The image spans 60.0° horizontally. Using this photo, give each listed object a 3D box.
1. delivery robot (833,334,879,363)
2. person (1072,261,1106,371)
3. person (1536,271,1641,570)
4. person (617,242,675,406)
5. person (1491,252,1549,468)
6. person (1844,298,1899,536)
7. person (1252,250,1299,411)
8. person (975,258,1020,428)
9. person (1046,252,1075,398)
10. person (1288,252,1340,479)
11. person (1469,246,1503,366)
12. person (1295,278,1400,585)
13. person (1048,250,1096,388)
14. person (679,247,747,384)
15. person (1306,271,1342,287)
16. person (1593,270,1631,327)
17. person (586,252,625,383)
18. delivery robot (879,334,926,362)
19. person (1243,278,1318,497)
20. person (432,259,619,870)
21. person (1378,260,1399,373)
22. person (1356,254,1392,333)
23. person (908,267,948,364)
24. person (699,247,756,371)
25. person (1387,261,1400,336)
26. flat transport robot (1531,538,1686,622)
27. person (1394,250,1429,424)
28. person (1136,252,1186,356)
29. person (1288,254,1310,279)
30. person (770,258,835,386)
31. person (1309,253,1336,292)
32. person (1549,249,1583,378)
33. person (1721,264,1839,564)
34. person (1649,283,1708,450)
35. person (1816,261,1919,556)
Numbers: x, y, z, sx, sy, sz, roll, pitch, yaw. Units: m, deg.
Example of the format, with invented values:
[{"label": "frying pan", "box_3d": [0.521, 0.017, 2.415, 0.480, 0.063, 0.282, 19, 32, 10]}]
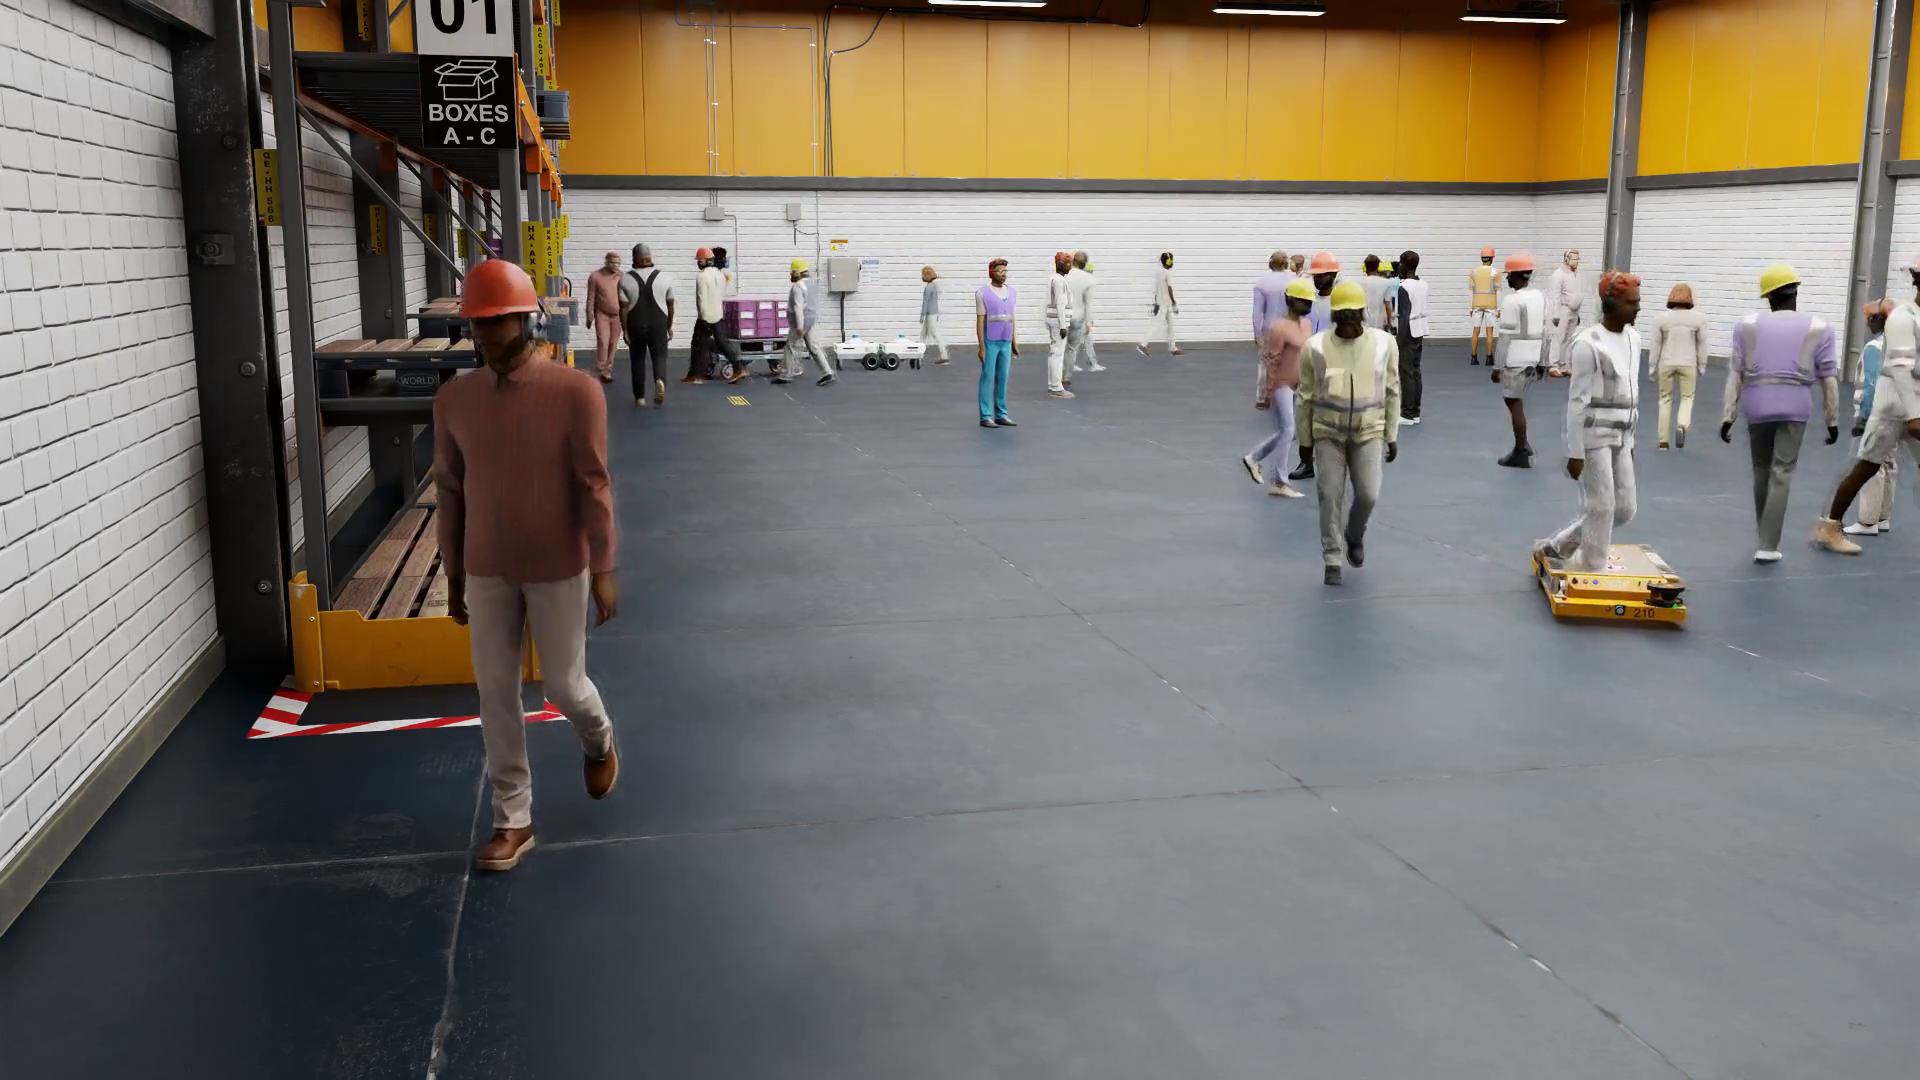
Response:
[{"label": "delivery robot", "box_3d": [-1.640, -2.995, 26.158, 0.707, 0.478, 0.477, -1, 10, -8]}, {"label": "person", "box_3d": [1.996, -3.452, 25.730, 0.811, 1.703, 0.493, 4, 11, 23]}, {"label": "person", "box_3d": [3.507, -0.544, 9.192, 0.598, 1.868, 0.541, -9, 13, -40]}, {"label": "person", "box_3d": [-3.826, -2.635, 20.307, 0.692, 2.000, 0.738, -2, 10, -13]}, {"label": "person", "box_3d": [4.984, -1.610, 14.926, 0.556, 1.923, 0.479, -8, 13, -37]}, {"label": "person", "box_3d": [6.340, -0.844, 11.496, 0.513, 1.640, 0.309, -9, 13, -40]}, {"label": "person", "box_3d": [3.741, -2.454, 19.685, 0.636, 1.905, 0.884, 0, 10, 0]}, {"label": "person", "box_3d": [0.393, -2.151, 18.171, 0.566, 1.845, 0.390, -9, 14, -42]}, {"label": "person", "box_3d": [1.295, -2.783, 21.563, 0.355, 1.884, 0.573, -1, 10, -5]}, {"label": "person", "box_3d": [3.055, -1.454, 14.048, 0.552, 1.936, 0.358, 8, 13, 39]}, {"label": "person", "box_3d": [8.552, -3.807, 27.079, 0.545, 1.942, 0.349, 7, 13, 35]}, {"label": "person", "box_3d": [2.300, -0.646, 9.907, 0.613, 1.813, 0.475, 2, 10, 9]}, {"label": "person", "box_3d": [1.508, -3.003, 22.759, 0.693, 1.898, 0.762, 3, 11, 16]}, {"label": "person", "box_3d": [-3.483, -3.166, 23.546, 1.005, 1.958, 0.636, 5, 11, 24]}, {"label": "person", "box_3d": [5.755, -3.631, 26.379, 0.627, 1.844, 0.429, 5, 11, 24]}, {"label": "person", "box_3d": [8.893, -2.861, 22.687, 0.501, 1.631, 0.287, 2, 10, 13]}, {"label": "person", "box_3d": [-4.994, -3.187, 23.877, 0.676, 1.868, 0.784, -6, 12, -32]}, {"label": "delivery robot", "box_3d": [-0.907, -3.006, 26.217, 0.707, 0.478, 0.477, -3, 11, -17]}, {"label": "person", "box_3d": [2.565, -1.224, 13.320, 0.611, 1.742, 0.540, 8, 13, 38]}, {"label": "person", "box_3d": [-1.422, 0.064, 5.530, 0.625, 1.973, 0.667, 1, 10, 8]}, {"label": "person", "box_3d": [6.360, -3.411, 25.453, 0.798, 1.736, 0.526, 1, 10, 7]}, {"label": "person", "box_3d": [5.200, -2.701, 21.190, 0.568, 1.864, 0.544, 2, 10, 10]}, {"label": "person", "box_3d": [-0.571, -3.681, 27.332, 0.846, 1.585, 0.505, 2, 10, 10]}, {"label": "person", "box_3d": [-3.701, -3.610, 26.013, 0.974, 1.918, 0.625, -6, 12, -30]}, {"label": "person", "box_3d": [7.300, -3.880, 28.185, 0.493, 1.689, 0.540, -1, 10, -7]}, {"label": "flat transport robot", "box_3d": [3.661, 0.207, 9.465, 0.652, 0.197, 1.431, 3, 11, 14]}, {"label": "person", "box_3d": [4.979, -2.235, 18.428, 0.391, 1.920, 0.587, 7, 13, 35]}, {"label": "person", "box_3d": [3.537, -4.135, 29.223, 0.927, 1.832, 0.528, -2, 10, -11]}, {"label": "person", "box_3d": [5.124, -3.441, 25.380, 0.615, 1.819, 0.531, 1, 10, 3]}, {"label": "person", "box_3d": [-2.183, -3.034, 23.210, 0.934, 1.792, 0.601, 4, 11, 19]}, {"label": "person", "box_3d": [4.089, -2.339, 19.089, 0.515, 1.893, 0.662, -1, 10, -4]}, {"label": "person", "box_3d": [9.040, -3.365, 24.752, 0.644, 1.900, 0.403, -8, 13, -39]}, {"label": "person", "box_3d": [5.290, -0.817, 10.688, 0.660, 1.864, 0.933, 7, 12, 33]}, {"label": "person", "box_3d": [6.894, -1.651, 15.994, 0.524, 1.620, 0.505, 5, 11, 26]}, {"label": "person", "box_3d": [6.001, -0.822, 10.476, 0.634, 1.968, 1.098, -6, 12, -30]}]
